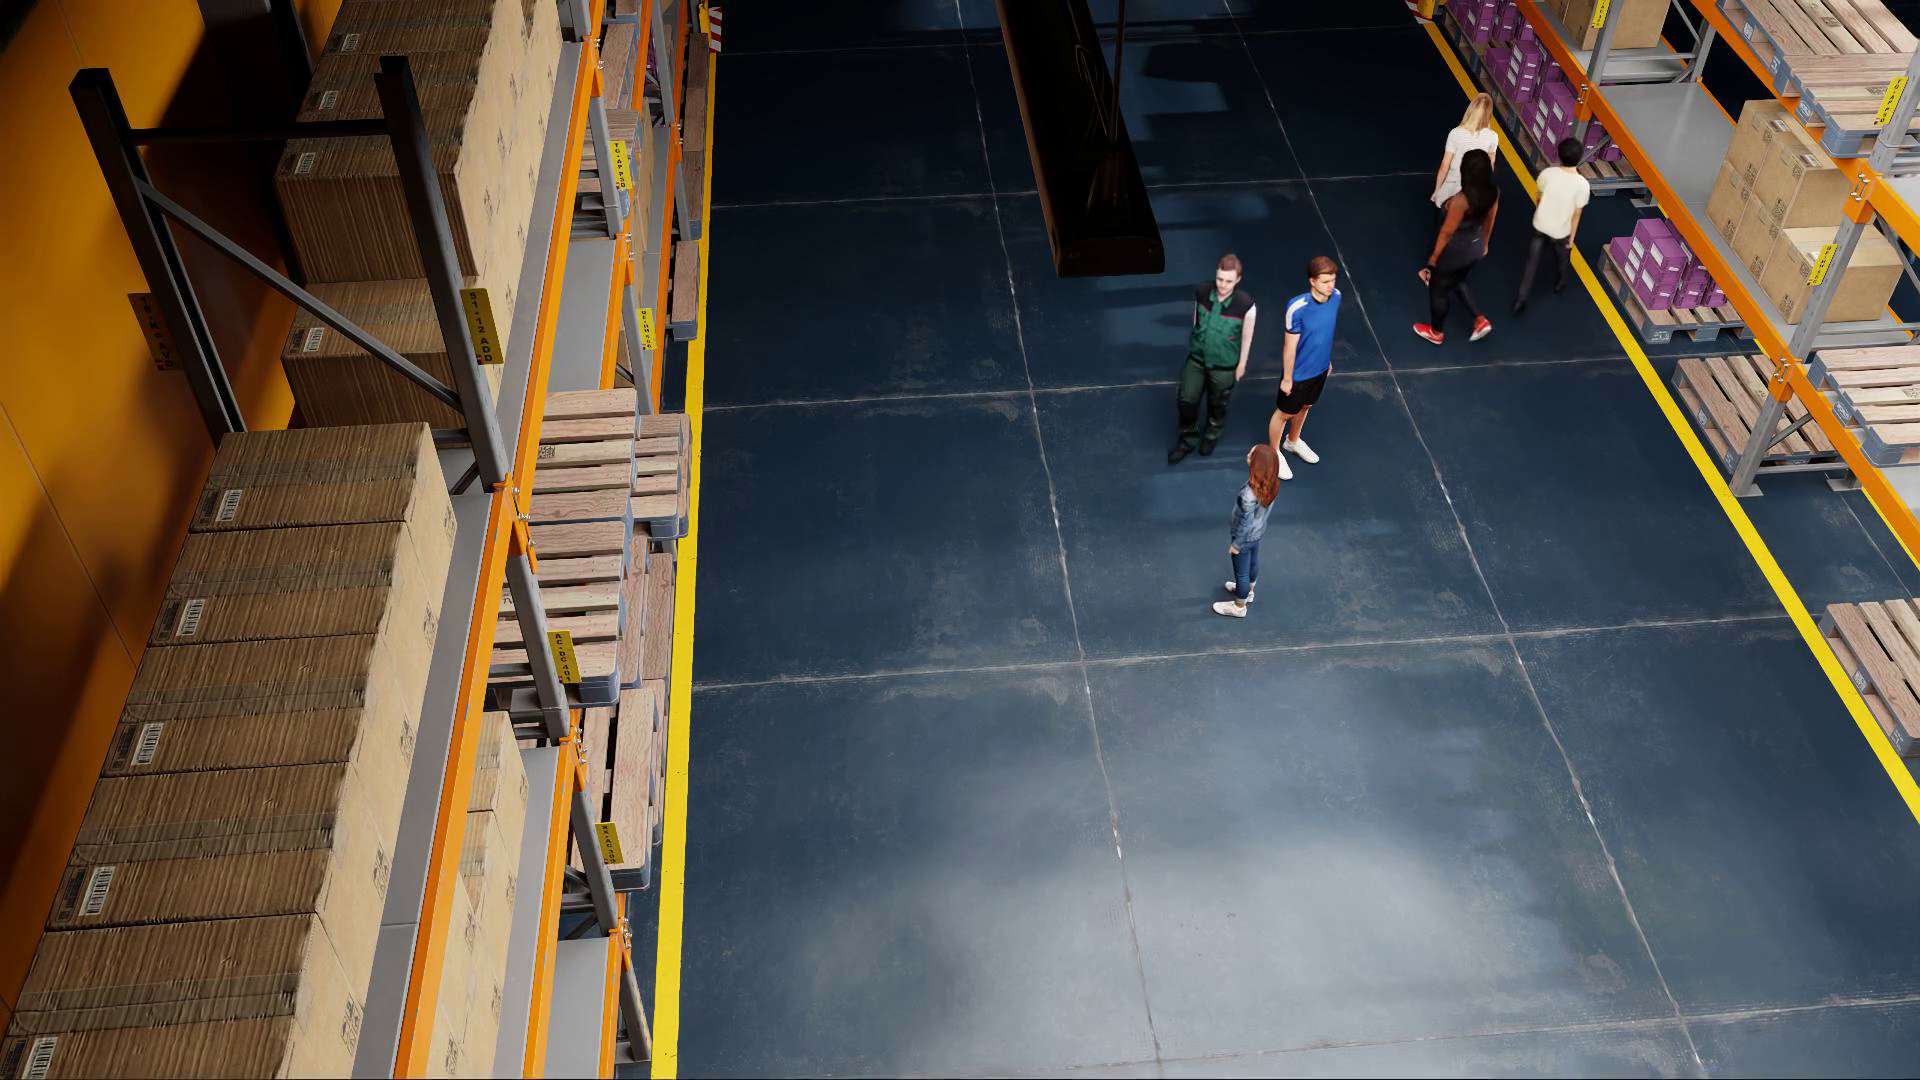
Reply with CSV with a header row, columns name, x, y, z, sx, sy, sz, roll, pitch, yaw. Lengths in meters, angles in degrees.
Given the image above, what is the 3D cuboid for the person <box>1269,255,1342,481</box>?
name,x,y,z,sx,sy,sz,roll,pitch,yaw
person,2.556,-1.310,12.334,0.748,1.866,0.762,-28,50,-26

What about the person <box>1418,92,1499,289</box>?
name,x,y,z,sx,sy,sz,roll,pitch,yaw
person,4.236,-2.938,14.072,0.649,1.826,0.584,4,44,4

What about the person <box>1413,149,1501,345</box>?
name,x,y,z,sx,sy,sz,roll,pitch,yaw
person,4.081,-2.279,13.400,0.898,1.799,1.003,-25,49,-24

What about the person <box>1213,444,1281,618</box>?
name,x,y,z,sx,sy,sz,roll,pitch,yaw
person,1.972,-0.073,11.318,0.706,1.477,0.607,21,47,20

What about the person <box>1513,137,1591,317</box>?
name,x,y,z,sx,sy,sz,roll,pitch,yaw
person,4.893,-2.559,13.876,0.937,1.548,1.037,27,50,26

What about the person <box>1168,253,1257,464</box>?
name,x,y,z,sx,sy,sz,roll,pitch,yaw
person,1.949,-1.413,12.473,0.865,1.824,0.932,22,48,22
